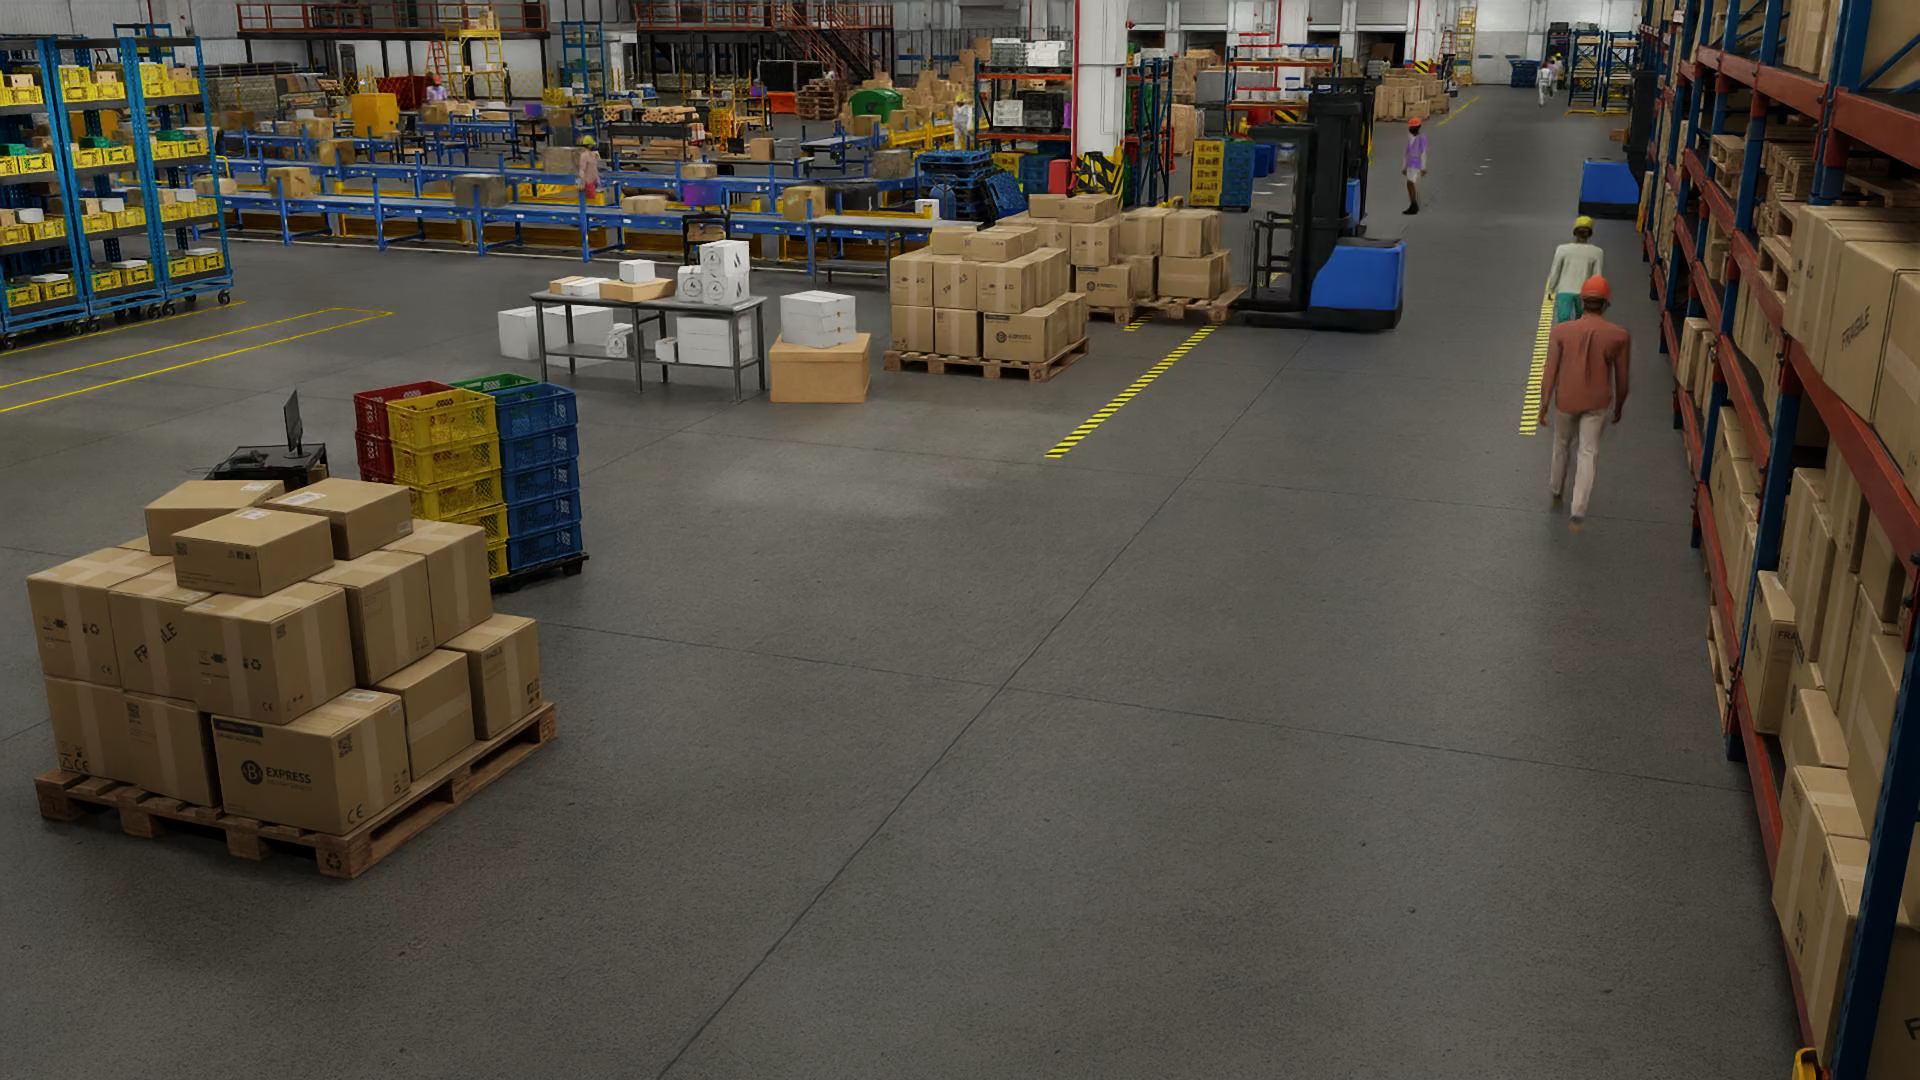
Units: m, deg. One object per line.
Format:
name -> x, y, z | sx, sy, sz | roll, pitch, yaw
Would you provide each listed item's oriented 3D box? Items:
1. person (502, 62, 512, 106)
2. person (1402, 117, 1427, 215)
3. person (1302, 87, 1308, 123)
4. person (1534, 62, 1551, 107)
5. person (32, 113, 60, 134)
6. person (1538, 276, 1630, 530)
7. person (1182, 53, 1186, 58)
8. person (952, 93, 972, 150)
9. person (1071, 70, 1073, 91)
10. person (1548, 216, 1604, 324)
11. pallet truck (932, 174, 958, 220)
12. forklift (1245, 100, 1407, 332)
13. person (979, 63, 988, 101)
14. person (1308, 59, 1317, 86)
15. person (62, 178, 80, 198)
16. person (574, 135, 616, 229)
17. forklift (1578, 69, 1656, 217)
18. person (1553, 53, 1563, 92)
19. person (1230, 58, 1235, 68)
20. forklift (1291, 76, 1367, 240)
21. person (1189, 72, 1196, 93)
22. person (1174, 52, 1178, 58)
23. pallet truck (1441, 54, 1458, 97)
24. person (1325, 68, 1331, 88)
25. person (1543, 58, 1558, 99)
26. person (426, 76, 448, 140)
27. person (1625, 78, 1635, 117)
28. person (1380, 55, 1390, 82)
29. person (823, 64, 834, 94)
person -> -19.423, -19.528, 71.194 | 0.340, 1.846, 0.513 | 10, 20, 28
person -> 8.981, -7.419, 33.022 | 0.471, 1.916, 0.580 | -6, 19, -19
person -> 11.183, -14.040, 54.320 | 0.335, 1.621, 0.500 | 16, 23, 40
person -> 24.693, -19.314, 70.538 | 0.579, 1.831, 0.978 | -1, 18, -3
person -> -23.521, -10.548, 42.961 | 0.669, 1.854, 0.988 | 4, 18, 12
person -> 4.946, -1.116, 13.190 | 0.651, 1.933, 1.040 | 7, 19, 20
person -> 12.214, -25.366, 89.561 | 0.653, 1.829, 0.443 | 7, 19, 20
person -> 0.069, -11.170, 45.006 | 0.595, 1.803, 0.805 | 7, 19, 22
person -> 3.965, -15.641, 58.885 | 0.816, 1.907, 0.550 | 3, 18, 8
person -> 6.927, -2.778, 18.769 | 0.543, 1.724, 0.896 | 5, 18, 17
pallet truck -> -0.507, -5.292, 27.348 | 0.653, 1.274, 1.630 | 6, 19, 19
forklift -> 4.740, -4.158, 21.220 | 1.873, 2.768, 1.129 | 6, 19, 19
person -> 0.855, -17.903, 65.921 | 0.560, 1.945, 0.625 | 9, 20, 27
person -> 16.193, -21.213, 76.360 | 0.439, 1.922, 0.657 | 9, 20, 27
person -> -14.732, -5.556, 27.202 | 0.629, 1.892, 0.837 | -10, 20, -28
person -> -6.904, -6.676, 31.018 | 0.893, 1.720, 0.535 | 3, 18, 8
forklift -> 13.219, -7.740, 32.475 | 1.873, 2.768, 1.129 | 6, 19, 18
person -> 30.088, -23.520, 83.652 | 0.588, 1.904, 0.721 | -9, 20, -26
person -> 12.779, -21.588, 77.680 | 0.419, 1.831, 0.551 | -14, 22, -37
forklift -> 6.598, -6.755, 29.381 | 1.129, 2.768, 1.873 | 6, 19, 19
person -> 8.220, -15.372, 58.080 | 0.995, 1.890, 0.565 | 11, 21, 31
person -> 10.828, -23.477, 83.482 | 0.570, 1.926, 0.607 | -6, 19, -18
pallet truck -> 22.765, -21.886, 78.355 | 0.823, 1.965, 1.885 | -4, 18, -14
person -> 13.719, -16.683, 62.217 | 0.314, 1.869, 0.537 | -8, 19, -23
person -> 27.173, -21.267, 76.675 | 0.665, 1.851, 1.065 | 9, 20, 25
person -> -16.449, -13.639, 52.483 | 0.660, 1.963, 1.063 | -11, 21, -30
person -> 25.488, -16.883, 62.566 | 0.537, 2.000, 0.697 | 2, 18, 7
person -> 20.698, -22.657, 81.034 | 0.429, 1.844, 0.627 | -1, 18, -3
person -> -5.277, -18.136, 66.787 | 0.675, 1.892, 0.765 | 15, 23, 38
